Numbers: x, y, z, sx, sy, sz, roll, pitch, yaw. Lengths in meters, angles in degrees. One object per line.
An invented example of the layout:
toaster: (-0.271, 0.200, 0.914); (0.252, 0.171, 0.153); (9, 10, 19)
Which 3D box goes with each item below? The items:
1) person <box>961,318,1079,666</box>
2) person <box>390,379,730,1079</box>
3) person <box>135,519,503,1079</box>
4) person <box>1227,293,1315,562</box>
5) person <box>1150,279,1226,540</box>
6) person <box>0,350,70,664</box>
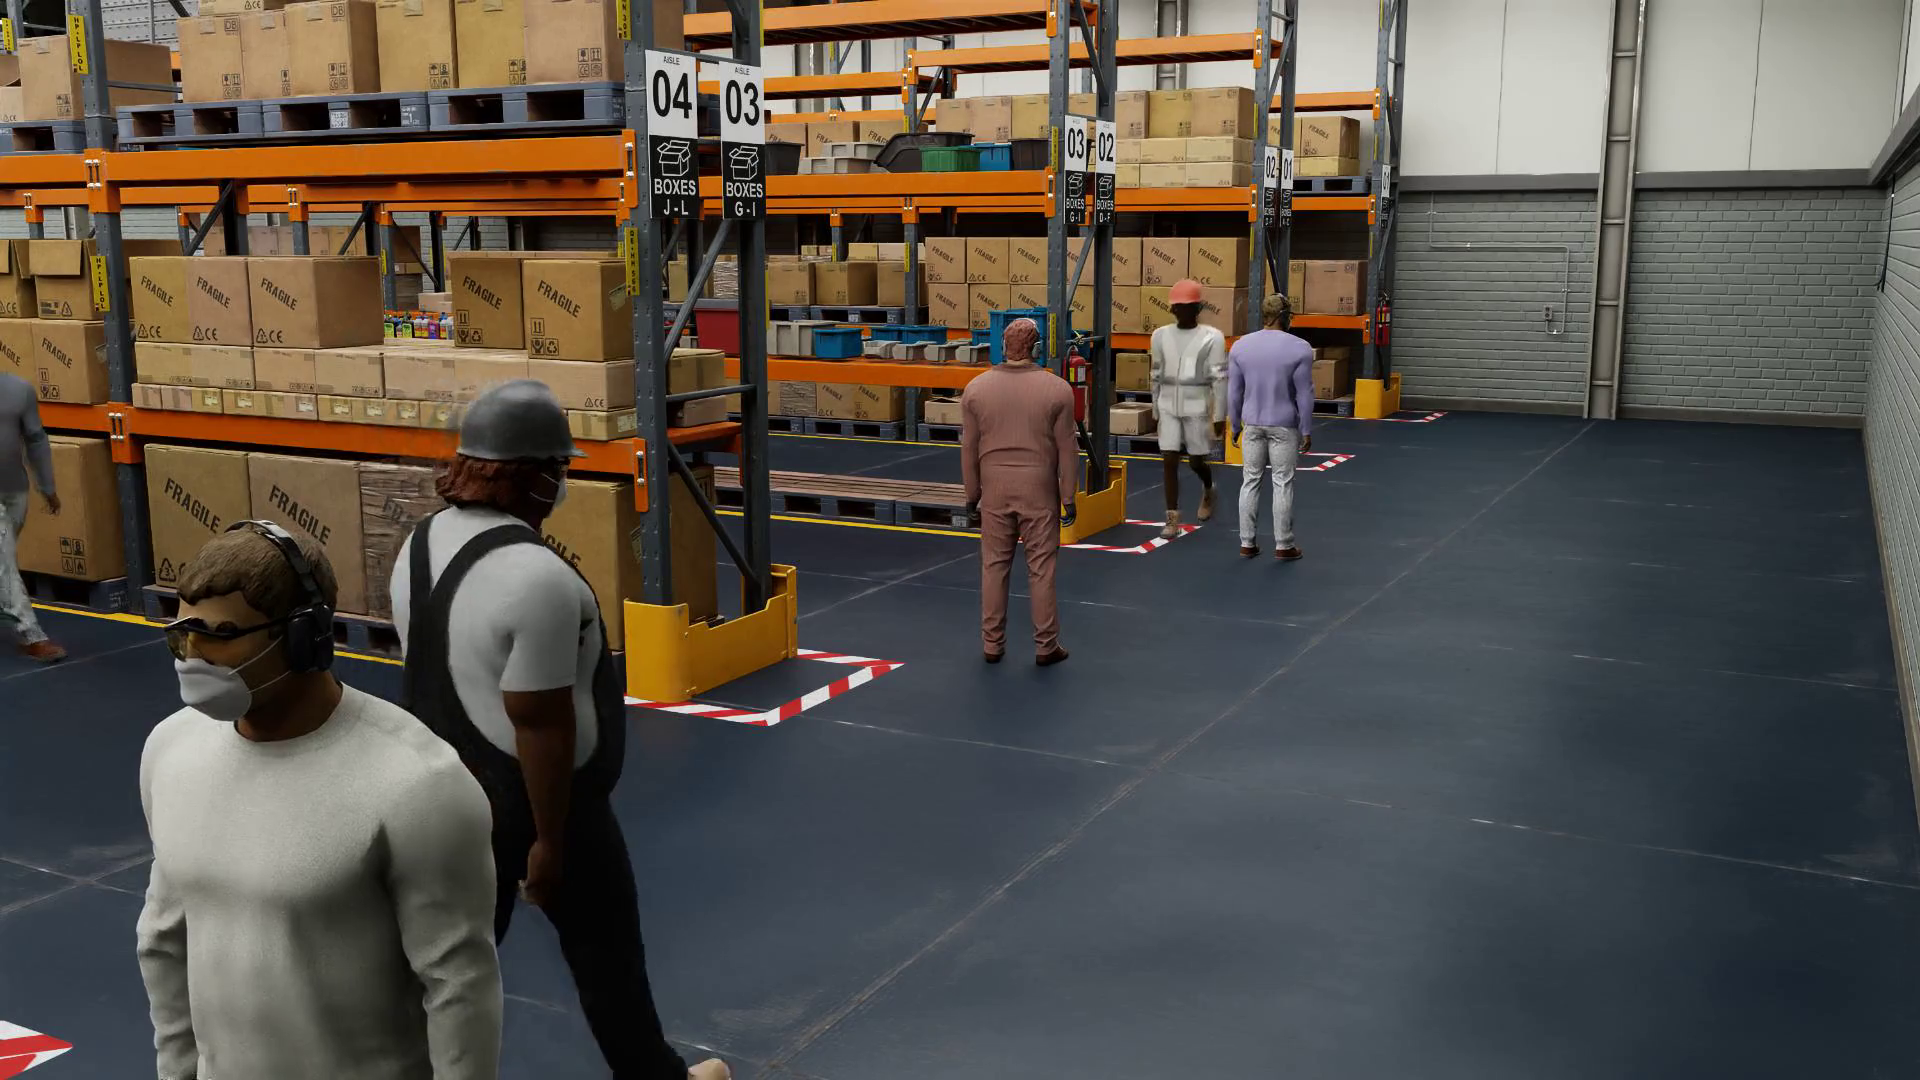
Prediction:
person: (0.338, -0.261, 9.135); (0.651, 1.906, 0.402); (3, 11, 15)
person: (-1.033, 0.574, 4.216); (0.697, 2.000, 0.904); (9, 14, 39)
person: (-1.007, 0.918, 2.618); (0.634, 1.938, 0.355); (4, 11, 21)
person: (2.243, -0.806, 12.024); (0.635, 1.935, 0.351); (6, 12, 29)
person: (1.802, -1.042, 13.092); (0.611, 2.022, 0.800); (5, 12, 26)
person: (-5.418, -0.277, 9.301); (1.043, 1.894, 0.642); (5, 12, 26)
